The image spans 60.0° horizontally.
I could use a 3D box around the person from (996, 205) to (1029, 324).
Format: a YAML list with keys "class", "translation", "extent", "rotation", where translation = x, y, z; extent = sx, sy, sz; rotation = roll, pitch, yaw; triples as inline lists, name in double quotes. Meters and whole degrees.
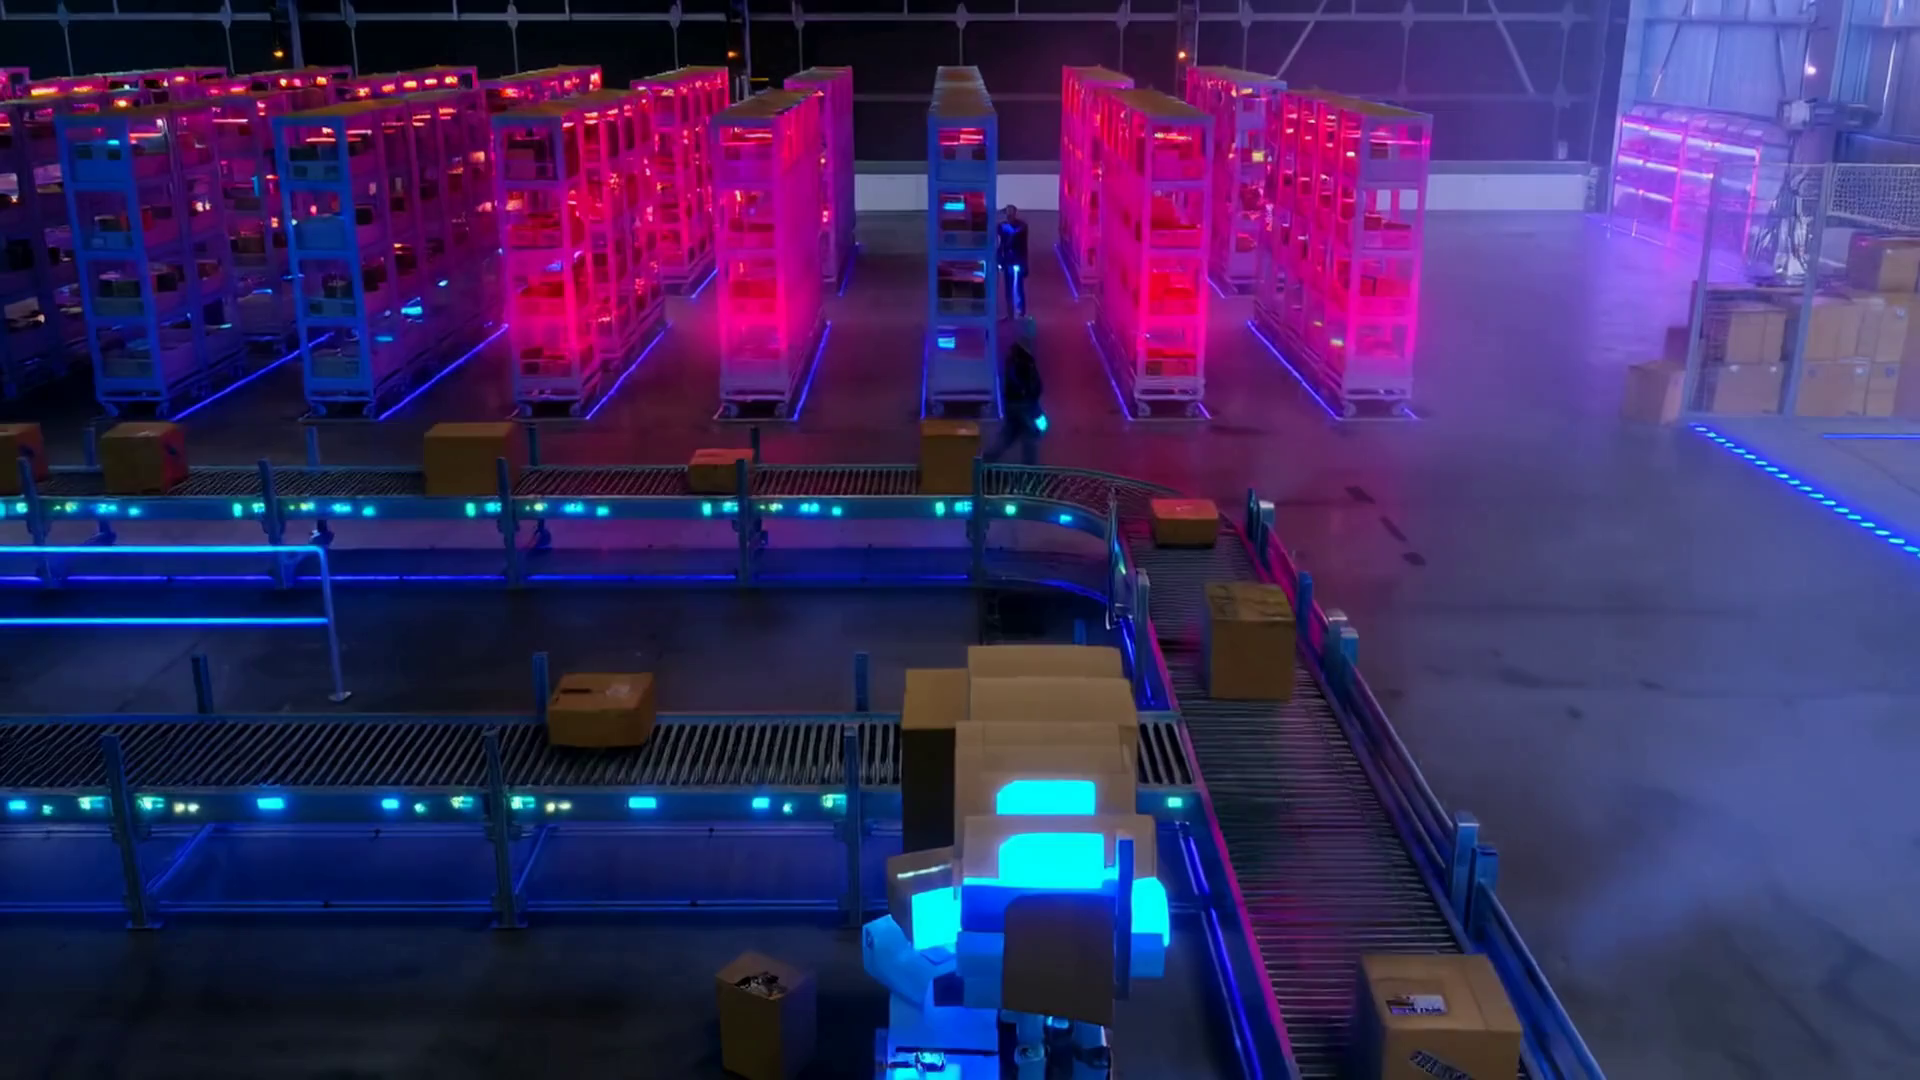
- class: "person"
  translation: [0.814, -4.296, 25.916]
  extent: [0.569, 1.831, 0.411]
  rotation: [11, 21, 30]

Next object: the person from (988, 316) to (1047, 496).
- class: "person"
  translation: [0.708, -1.307, 16.650]
  extent: [0.936, 1.865, 0.653]
  rotation: [1, 18, 2]
